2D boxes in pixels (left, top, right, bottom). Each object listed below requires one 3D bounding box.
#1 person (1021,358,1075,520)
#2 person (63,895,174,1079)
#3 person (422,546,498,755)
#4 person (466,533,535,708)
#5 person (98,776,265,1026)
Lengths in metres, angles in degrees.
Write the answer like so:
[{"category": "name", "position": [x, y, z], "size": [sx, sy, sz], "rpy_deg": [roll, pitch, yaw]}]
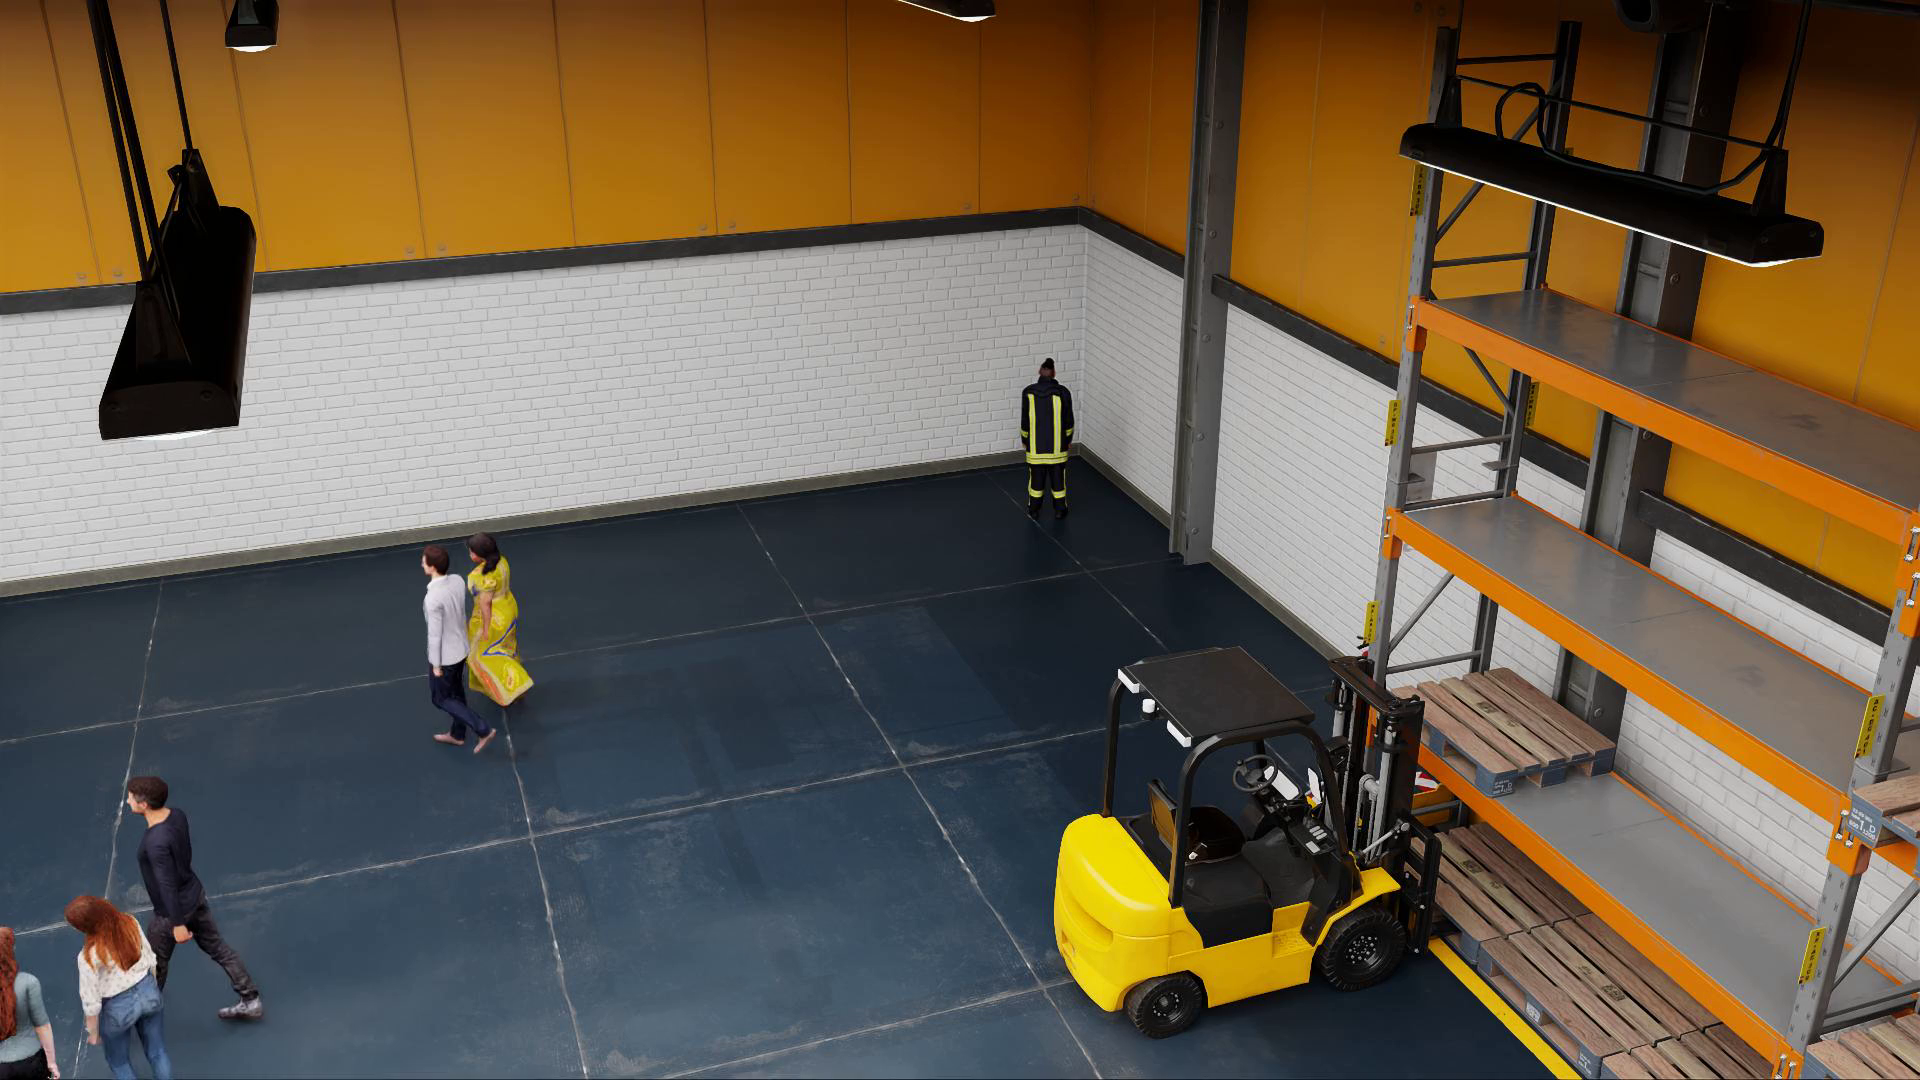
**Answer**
[{"category": "person", "position": [0.953, -1.126, 18.241], "size": [0.868, 1.859, 0.875], "rpy_deg": [4, 24, 8]}, {"category": "person", "position": [-4.816, 2.700, 9.669], "size": [0.697, 1.715, 0.728], "rpy_deg": [-20, 31, -38]}, {"category": "person", "position": [-4.114, 0.914, 13.602], "size": [1.020, 1.837, 1.008], "rpy_deg": [5, 24, 12]}, {"category": "person", "position": [-3.941, 0.702, 14.329], "size": [0.996, 1.643, 0.948], "rpy_deg": [3, 24, 7]}, {"category": "person", "position": [-4.799, 2.308, 10.434], "size": [0.965, 1.819, 1.228], "rpy_deg": [-2, 24, -4]}]
